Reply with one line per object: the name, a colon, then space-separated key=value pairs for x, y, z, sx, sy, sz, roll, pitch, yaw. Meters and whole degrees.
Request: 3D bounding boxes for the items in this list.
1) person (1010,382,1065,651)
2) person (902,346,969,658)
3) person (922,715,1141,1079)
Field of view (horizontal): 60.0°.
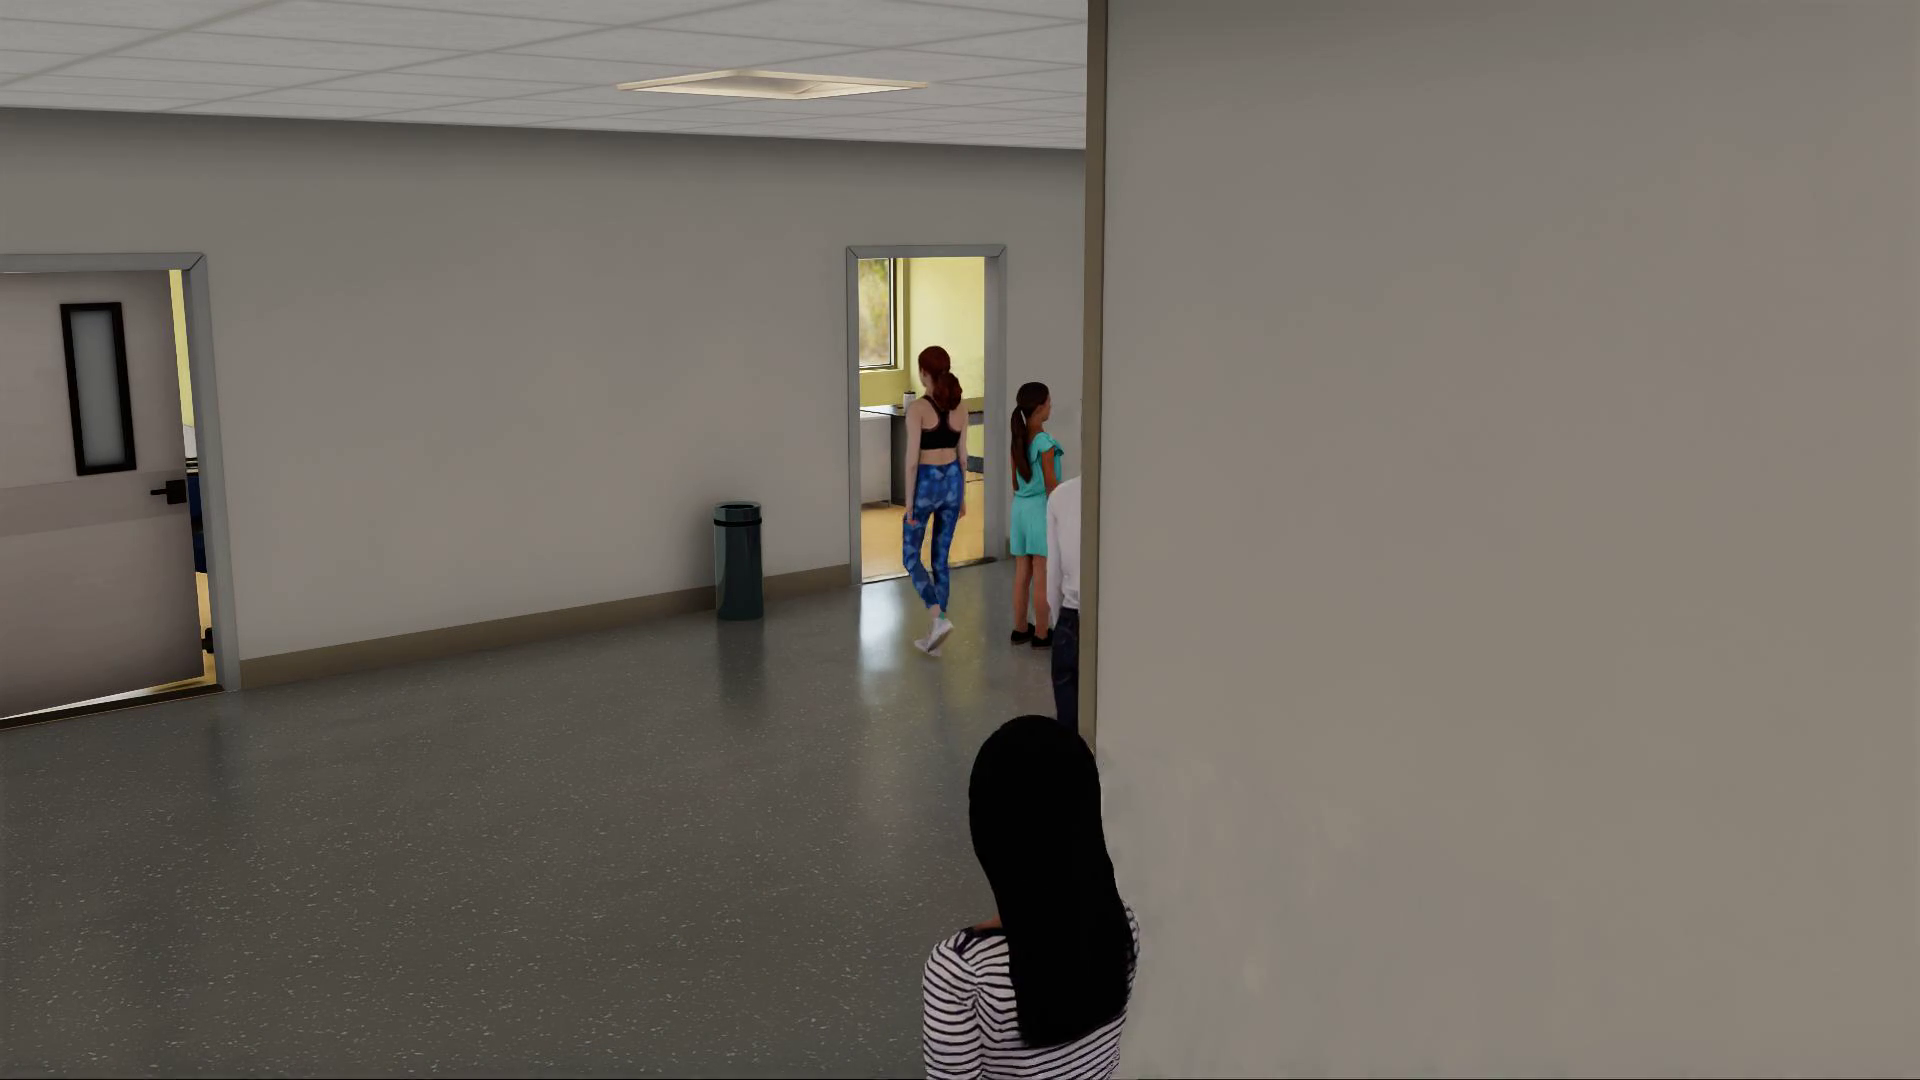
person: x=0.439 y=-0.149 z=9.721 sx=0.544 sy=1.557 sz=0.551 roll=-8 pitch=13 yaw=-36
person: x=-0.099 y=-0.185 z=9.325 sx=0.794 sy=1.776 sz=0.734 roll=-5 pitch=12 yaw=-27
person: x=0.176 y=1.150 z=2.509 sx=1.047 sy=1.694 sz=0.766 roll=-7 pitch=13 yaw=-33
